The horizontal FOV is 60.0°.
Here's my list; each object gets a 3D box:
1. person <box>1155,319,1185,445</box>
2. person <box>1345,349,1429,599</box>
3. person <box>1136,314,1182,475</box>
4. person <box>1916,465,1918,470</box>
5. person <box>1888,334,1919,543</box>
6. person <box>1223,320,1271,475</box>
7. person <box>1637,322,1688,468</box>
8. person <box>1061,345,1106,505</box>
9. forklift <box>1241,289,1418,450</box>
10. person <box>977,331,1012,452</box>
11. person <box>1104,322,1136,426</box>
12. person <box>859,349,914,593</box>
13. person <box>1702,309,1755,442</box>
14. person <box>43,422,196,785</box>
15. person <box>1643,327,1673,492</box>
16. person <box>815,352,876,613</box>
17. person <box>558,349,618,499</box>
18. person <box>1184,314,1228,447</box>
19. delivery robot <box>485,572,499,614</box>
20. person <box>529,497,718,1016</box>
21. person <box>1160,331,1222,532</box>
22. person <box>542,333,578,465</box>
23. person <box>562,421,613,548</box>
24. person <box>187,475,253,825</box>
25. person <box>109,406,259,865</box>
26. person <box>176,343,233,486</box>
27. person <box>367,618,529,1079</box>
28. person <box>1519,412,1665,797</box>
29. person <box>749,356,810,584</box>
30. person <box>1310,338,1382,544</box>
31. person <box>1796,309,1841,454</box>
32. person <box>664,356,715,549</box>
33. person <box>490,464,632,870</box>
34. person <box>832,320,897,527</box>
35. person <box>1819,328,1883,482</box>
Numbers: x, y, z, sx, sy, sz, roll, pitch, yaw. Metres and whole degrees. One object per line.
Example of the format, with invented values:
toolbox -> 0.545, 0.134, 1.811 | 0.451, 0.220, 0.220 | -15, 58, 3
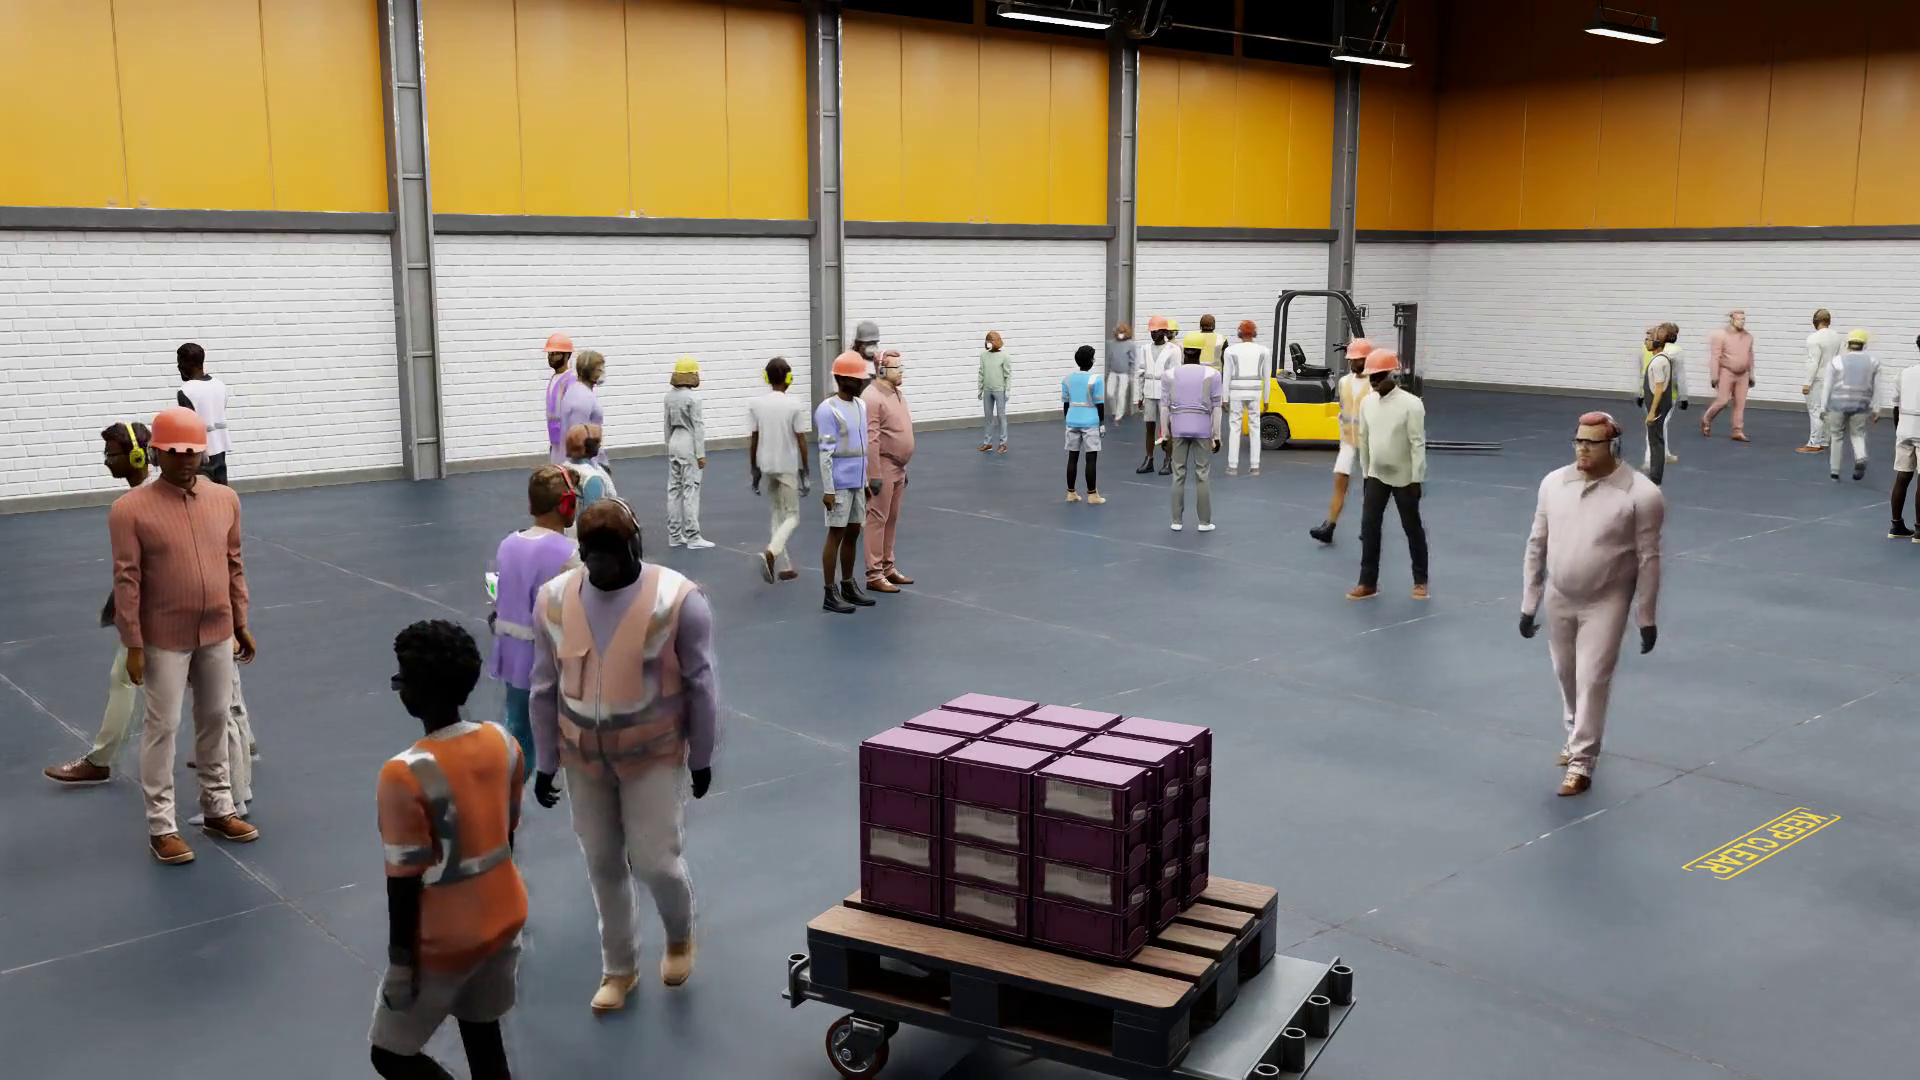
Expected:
person -> 2.913, -2.188, 23.151 | 0.533, 1.769, 0.311 | 9, 13, 42
person -> 3.352, -0.498, 12.800 | 0.709, 1.944, 0.631 | -8, 12, -38
person -> 2.389, -1.747, 20.071 | 0.550, 1.935, 0.376 | 6, 12, 33
person -> 12.038, -1.788, 20.473 | 0.575, 1.881, 0.356 | -7, 12, -36
person -> 8.885, -0.958, 15.361 | 0.367, 1.967, 0.606 | -3, 10, -16
person -> 3.456, -1.712, 20.070 | 0.572, 1.876, 0.365 | 0, 10, 0
person -> 8.852, -1.801, 20.749 | 0.822, 1.810, 0.646 | -4, 10, -21
person -> 1.320, -1.217, 17.667 | 0.530, 1.697, 0.321 | 8, 12, 37
forklift -> 5.034, -2.339, 22.783 | 2.313, 2.155, 1.214 | 3, 10, 16
person -> 0.460, -1.995, 22.407 | 0.507, 1.632, 0.268 | 7, 12, 34
person -> 2.475, -2.568, 25.778 | 0.516, 1.611, 0.346 | 4, 11, 23
person -> -0.563, -0.552, 13.161 | 0.406, 1.911, 0.636 | 3, 10, 18
person -> 11.054, -2.365, 23.832 | 0.669, 1.889, 0.705 | -2, 10, -12
person -> -4.108, 0.314, 8.367 | 0.938, 1.815, 0.486 | -3, 10, -18
person -> 7.774, -1.452, 18.611 | 0.347, 1.846, 0.505 | 5, 11, 27
person -> -0.824, -0.432, 12.376 | 0.370, 1.933, 0.553 | 6, 11, 30
person -> -2.884, -0.552, 13.173 | 0.743, 1.909, 0.650 | -4, 11, -23
person -> 3.405, -2.198, 22.995 | 0.631, 1.840, 0.428 | 3, 10, 15
delivery robot -> -2.963, 0.328, 11.687 | 0.707, 0.478, 0.477 | -4, 10, -20
person -> -1.167, 0.752, 5.778 | 0.639, 1.832, 0.433 | 2, 10, 10
person -> 2.210, -1.033, 15.913 | 0.585, 1.928, 0.379 | 3, 10, 17
person -> -3.627, -0.915, 15.189 | 0.348, 1.942, 0.546 | -7, 12, -35
person -> -2.410, 0.047, 10.555 | 0.728, 1.622, 0.524 | -8, 13, -39
person -> -3.506, 0.504, 7.766 | 0.310, 1.638, 0.522 | -2, 10, -13
person -> -3.386, 0.404, 7.314 | 0.392, 1.990, 0.614 | 6, 12, 33
person -> -6.401, -0.714, 14.120 | 0.389, 1.910, 0.591 | 1, 10, 8
person -> -1.353, 1.044, 4.446 | 0.372, 1.684, 0.549 | 4, 10, 20
person -> 3.153, 0.296, 8.334 | 0.642, 1.905, 0.685 | -8, 13, -41
person -> -1.467, -0.539, 13.294 | 0.531, 1.843, 0.674 | 3, 10, 19
person -> 3.610, -0.887, 15.173 | 0.972, 1.884, 0.572 | -9, 13, -42
person -> 11.479, -2.114, 22.222 | 0.629, 1.936, 0.374 | -6, 12, -34
person -> -2.471, -0.795, 15.066 | 0.488, 1.743, 0.317 | 9, 13, 41
person -> -1.713, 0.581, 6.908 | 0.591, 1.786, 0.978 | 9, 13, 42
person -> -0.875, -1.125, 16.127 | 0.713, 2.000, 0.536 | -6, 11, -30
person -> 10.357, -1.556, 19.324 | 0.620, 1.809, 0.546 | 3, 10, 19
